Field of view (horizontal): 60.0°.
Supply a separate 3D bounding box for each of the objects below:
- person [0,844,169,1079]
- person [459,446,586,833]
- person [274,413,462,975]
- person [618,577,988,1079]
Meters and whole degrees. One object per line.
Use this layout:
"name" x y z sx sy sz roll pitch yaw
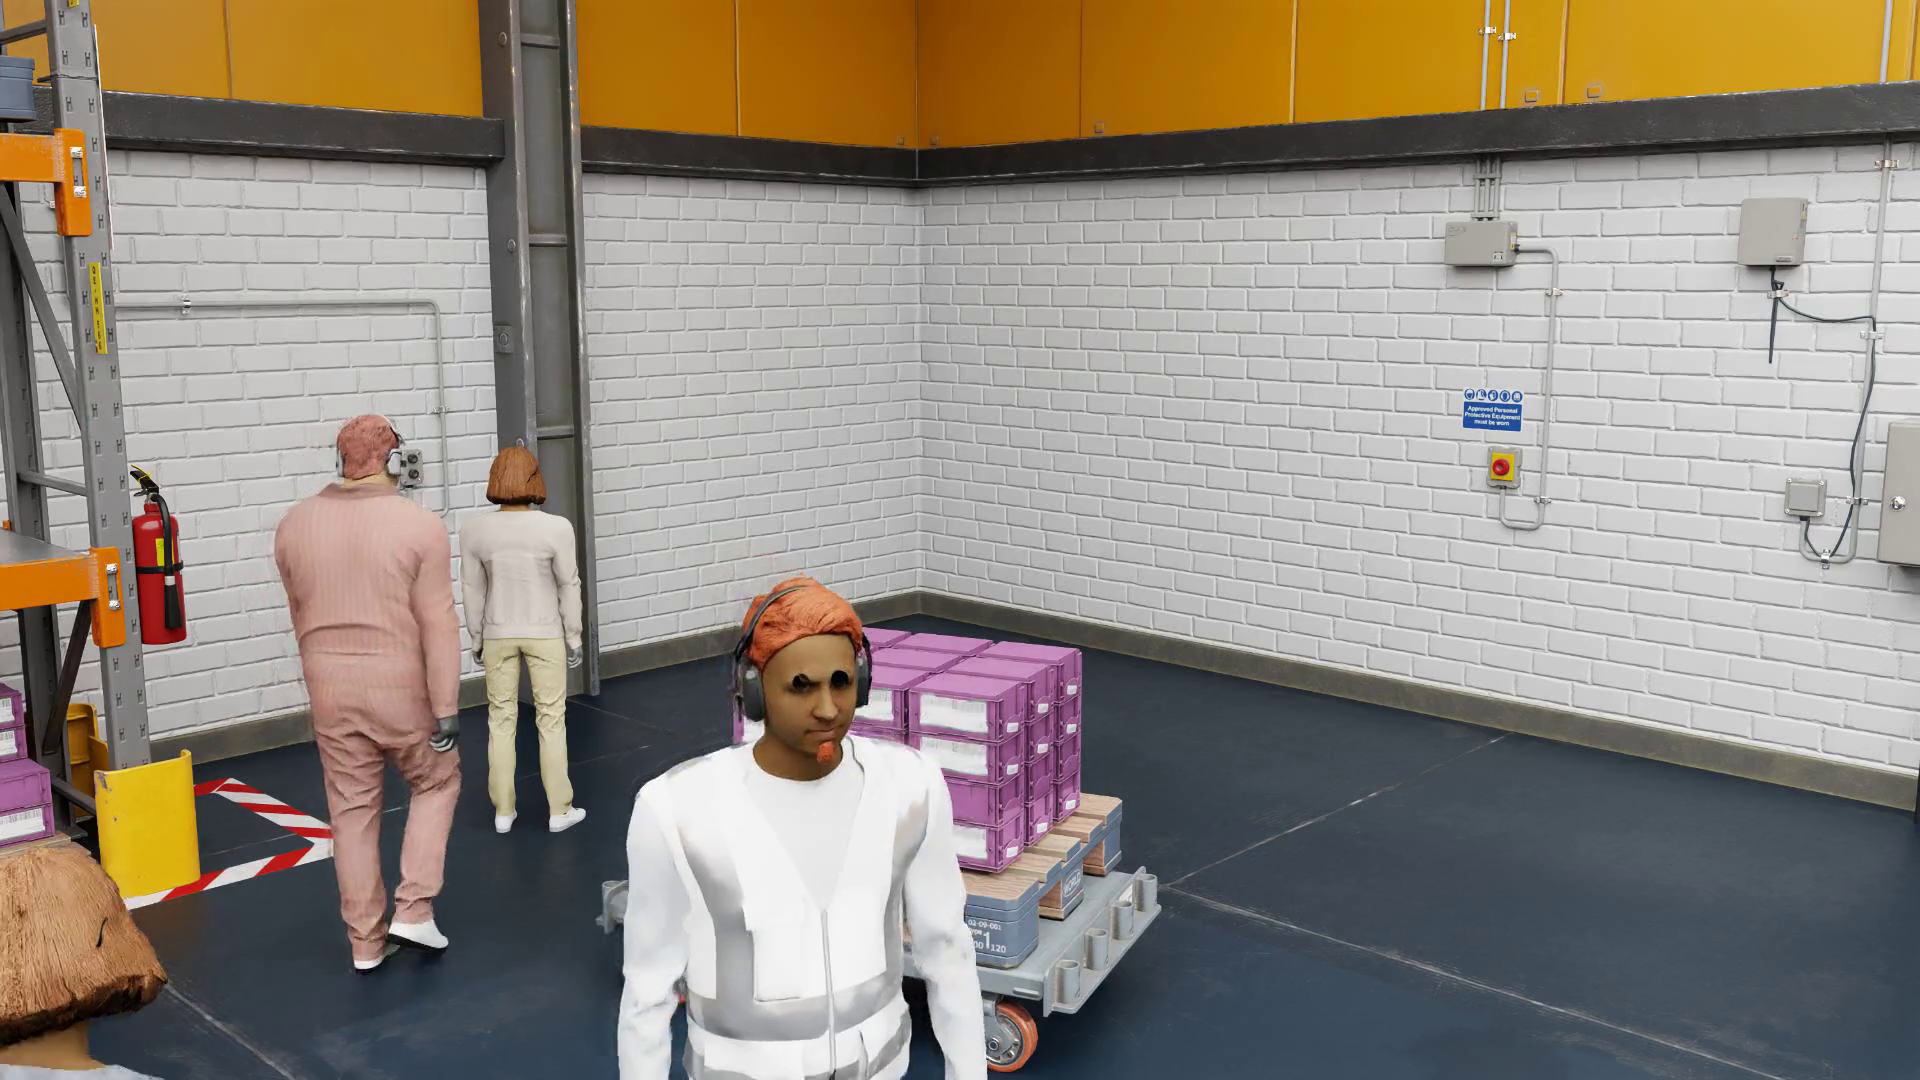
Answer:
"person" -1.167 1.200 2.236 0.550 1.619 0.363 1 9 9
"person" -1.824 0.421 6.970 0.497 1.636 0.286 0 9 1
"person" -1.961 0.518 5.629 0.650 1.883 0.483 1 9 6
"person" -0.208 0.998 2.777 0.611 1.843 0.924 -5 11 -28
